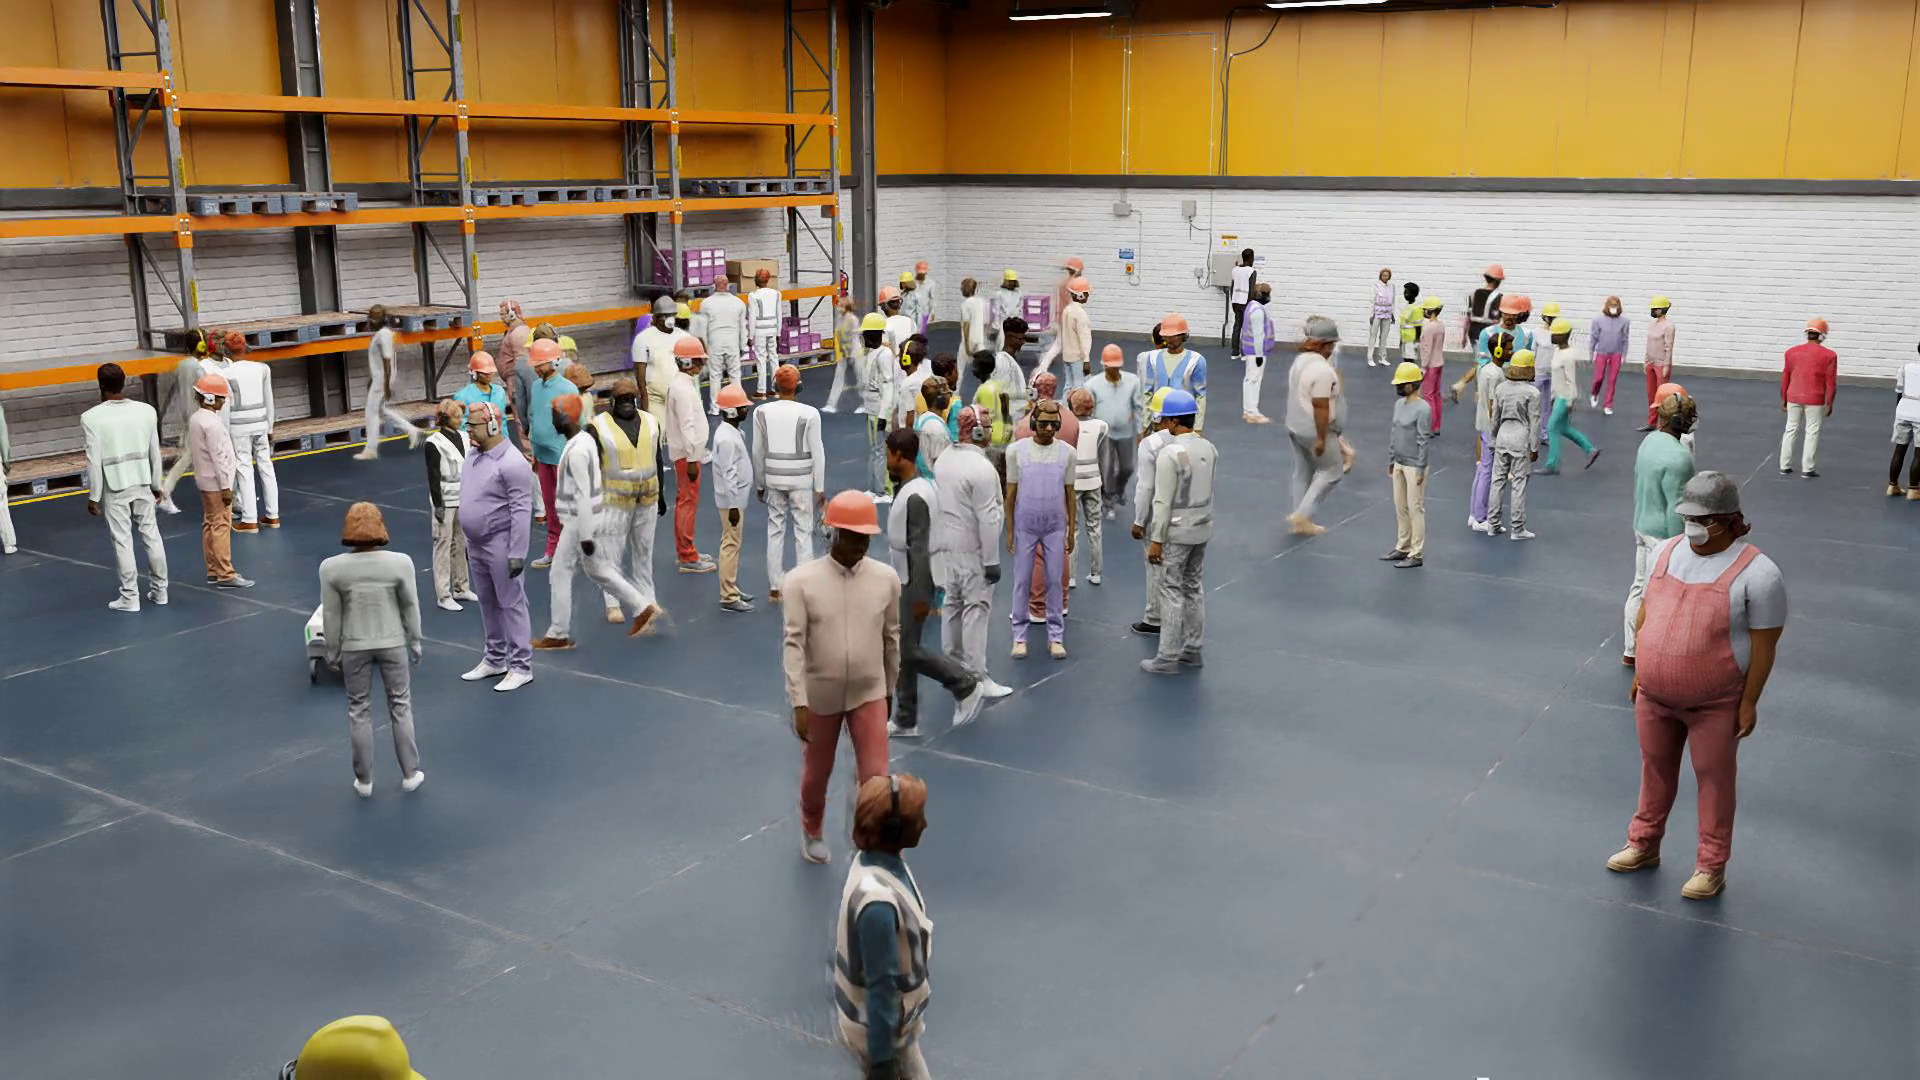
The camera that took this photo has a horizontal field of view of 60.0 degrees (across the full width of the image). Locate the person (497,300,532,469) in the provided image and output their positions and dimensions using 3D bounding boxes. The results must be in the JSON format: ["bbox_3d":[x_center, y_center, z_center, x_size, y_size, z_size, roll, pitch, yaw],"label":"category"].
[{"bbox_3d":[-4.959,-1.730,18.607,0.403,1.904,0.651,-2,13,-10],"label":"person"}]

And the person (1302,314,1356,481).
[{"bbox_3d":[3.943,-1.521,17.869,0.637,1.827,0.543,-7,15,-29],"label":"person"}]

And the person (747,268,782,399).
[{"bbox_3d":[-2.831,-2.976,24.067,0.584,1.879,0.346,-12,18,-42],"label":"person"}]

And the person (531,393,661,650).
[{"bbox_3d":[-2.624,-0.132,11.840,0.893,1.850,0.569,-1,13,-5],"label":"person"}]

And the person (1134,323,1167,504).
[{"bbox_3d":[1.971,-1.245,16.622,0.526,1.855,0.338,12,18,42],"label":"person"}]

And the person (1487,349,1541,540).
[{"bbox_3d":[5.103,-0.880,15.274,0.310,1.743,0.493,-10,17,-38],"label":"person"}]

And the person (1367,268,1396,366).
[{"bbox_3d":[7.077,-3.736,27.900,0.515,1.636,0.314,-5,14,-20],"label":"person"}]

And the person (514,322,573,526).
[{"bbox_3d":[-3.882,-1.086,15.736,0.635,1.938,0.352,4,13,15],"label":"person"}]

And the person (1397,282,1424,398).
[{"bbox_3d":[6.540,-2.898,24.148,0.326,1.689,0.534,-1,13,-3],"label":"person"}]

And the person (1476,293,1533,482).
[{"bbox_3d":[5.839,-1.623,17.848,0.609,2.040,0.394,-2,13,-8],"label":"person"}]

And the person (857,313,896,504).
[{"bbox_3d":[-0.843,-1.333,16.839,0.366,1.926,0.592,-4,14,-17],"label":"person"}]

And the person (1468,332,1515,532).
[{"bbox_3d":[4.992,-1.013,15.577,0.312,1.869,0.536,2,13,10],"label":"person"}]

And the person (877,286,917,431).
[{"bbox_3d":[-0.763,-1.848,18.841,0.401,2.033,0.605,10,17,38],"label":"person"}]

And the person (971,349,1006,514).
[{"bbox_3d":[0.232,-0.965,15.764,0.365,1.684,0.540,2,13,7],"label":"person"}]

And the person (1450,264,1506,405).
[{"bbox_3d":[7.254,-2.866,23.343,0.870,2.004,0.622,-6,14,-23],"label":"person"}]

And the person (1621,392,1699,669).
[{"bbox_3d":[4.702,-0.023,11.129,0.360,1.938,0.635,0,13,1],"label":"person"}]

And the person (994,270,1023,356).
[{"bbox_3d":[0.771,-3.330,25.939,0.528,1.728,0.342,-7,15,-27],"label":"person"}]

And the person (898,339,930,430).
[{"bbox_3d":[-0.417,-0.859,14.909,0.309,1.868,0.535,5,14,21],"label":"person"}]

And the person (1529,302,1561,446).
[{"bbox_3d":[7.051,-1.981,20.001,0.532,1.767,0.328,-2,13,-9],"label":"person"}]

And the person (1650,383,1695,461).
[{"bbox_3d":[5.513,-0.355,12.992,0.347,1.741,0.568,3,13,13],"label":"person"}]

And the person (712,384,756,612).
[{"bbox_3d":[-1.737,-0.330,12.857,0.331,1.753,0.573,-2,13,-7],"label":"person"}]

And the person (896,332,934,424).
[{"bbox_3d":[-0.401,-1.335,17.390,0.462,1.672,0.531,4,14,17],"label":"person"}]

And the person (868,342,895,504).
[{"bbox_3d":[-0.786,-1.192,16.863,0.281,1.634,0.501,-4,13,-16],"label":"person"}]

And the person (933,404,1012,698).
[{"bbox_3d":[0.089,0.067,10.811,0.401,1.909,0.642,-7,15,-27],"label":"person"}]

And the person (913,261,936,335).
[{"bbox_3d":[-0.689,-3.895,28.402,0.578,1.714,0.805,-1,13,-4],"label":"person"}]

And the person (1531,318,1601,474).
[{"bbox_3d":[6.731,-1.579,18.325,0.683,1.734,0.550,2,13,8],"label":"person"}]

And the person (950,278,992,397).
[{"bbox_3d":[0.192,-2.805,23.529,0.978,1.802,0.515,11,17,40],"label":"person"}]

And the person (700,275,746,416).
[{"bbox_3d":[-3.220,-2.638,22.578,0.649,1.900,0.398,-5,14,-21],"label":"person"}]

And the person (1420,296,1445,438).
[{"bbox_3d":[5.860,-2.159,20.773,0.326,1.767,0.533,9,16,36],"label":"person"}]

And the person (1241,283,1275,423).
[{"bbox_3d":[3.933,-2.472,21.972,0.430,1.840,0.624,1,13,3],"label":"person"}]

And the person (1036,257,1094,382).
[{"bbox_3d":[1.635,-3.397,25.757,1.038,1.954,0.629,-7,15,-26],"label":"person"}]

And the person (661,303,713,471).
[{"bbox_3d":[-3.133,-1.706,18.585,1.012,1.867,0.609,-7,15,-27],"label":"person"}]

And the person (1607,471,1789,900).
[{"bbox_3d":[3.455,0.675,7.880,0.538,2.000,0.687,-9,16,-35],"label":"person"}]

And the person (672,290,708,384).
[{"bbox_3d":[-3.395,-2.151,20.526,0.545,1.860,0.380,-1,13,-3],"label":"person"}]

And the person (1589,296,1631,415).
[{"bbox_3d":[8.856,-2.530,22.716,0.499,1.620,0.417,3,13,12],"label":"person"}]

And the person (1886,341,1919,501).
[{"bbox_3d":[9.759,-1.238,16.949,0.319,1.691,0.539,-6,14,-24],"label":"person"}]

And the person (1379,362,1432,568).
[{"bbox_3d":[3.818,-0.644,14.226,0.345,1.758,0.532,-4,13,-15],"label":"person"}]

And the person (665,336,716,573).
[{"bbox_3d":[-2.280,-0.725,14.054,0.390,1.991,0.623,-3,13,-13],"label":"person"}]
